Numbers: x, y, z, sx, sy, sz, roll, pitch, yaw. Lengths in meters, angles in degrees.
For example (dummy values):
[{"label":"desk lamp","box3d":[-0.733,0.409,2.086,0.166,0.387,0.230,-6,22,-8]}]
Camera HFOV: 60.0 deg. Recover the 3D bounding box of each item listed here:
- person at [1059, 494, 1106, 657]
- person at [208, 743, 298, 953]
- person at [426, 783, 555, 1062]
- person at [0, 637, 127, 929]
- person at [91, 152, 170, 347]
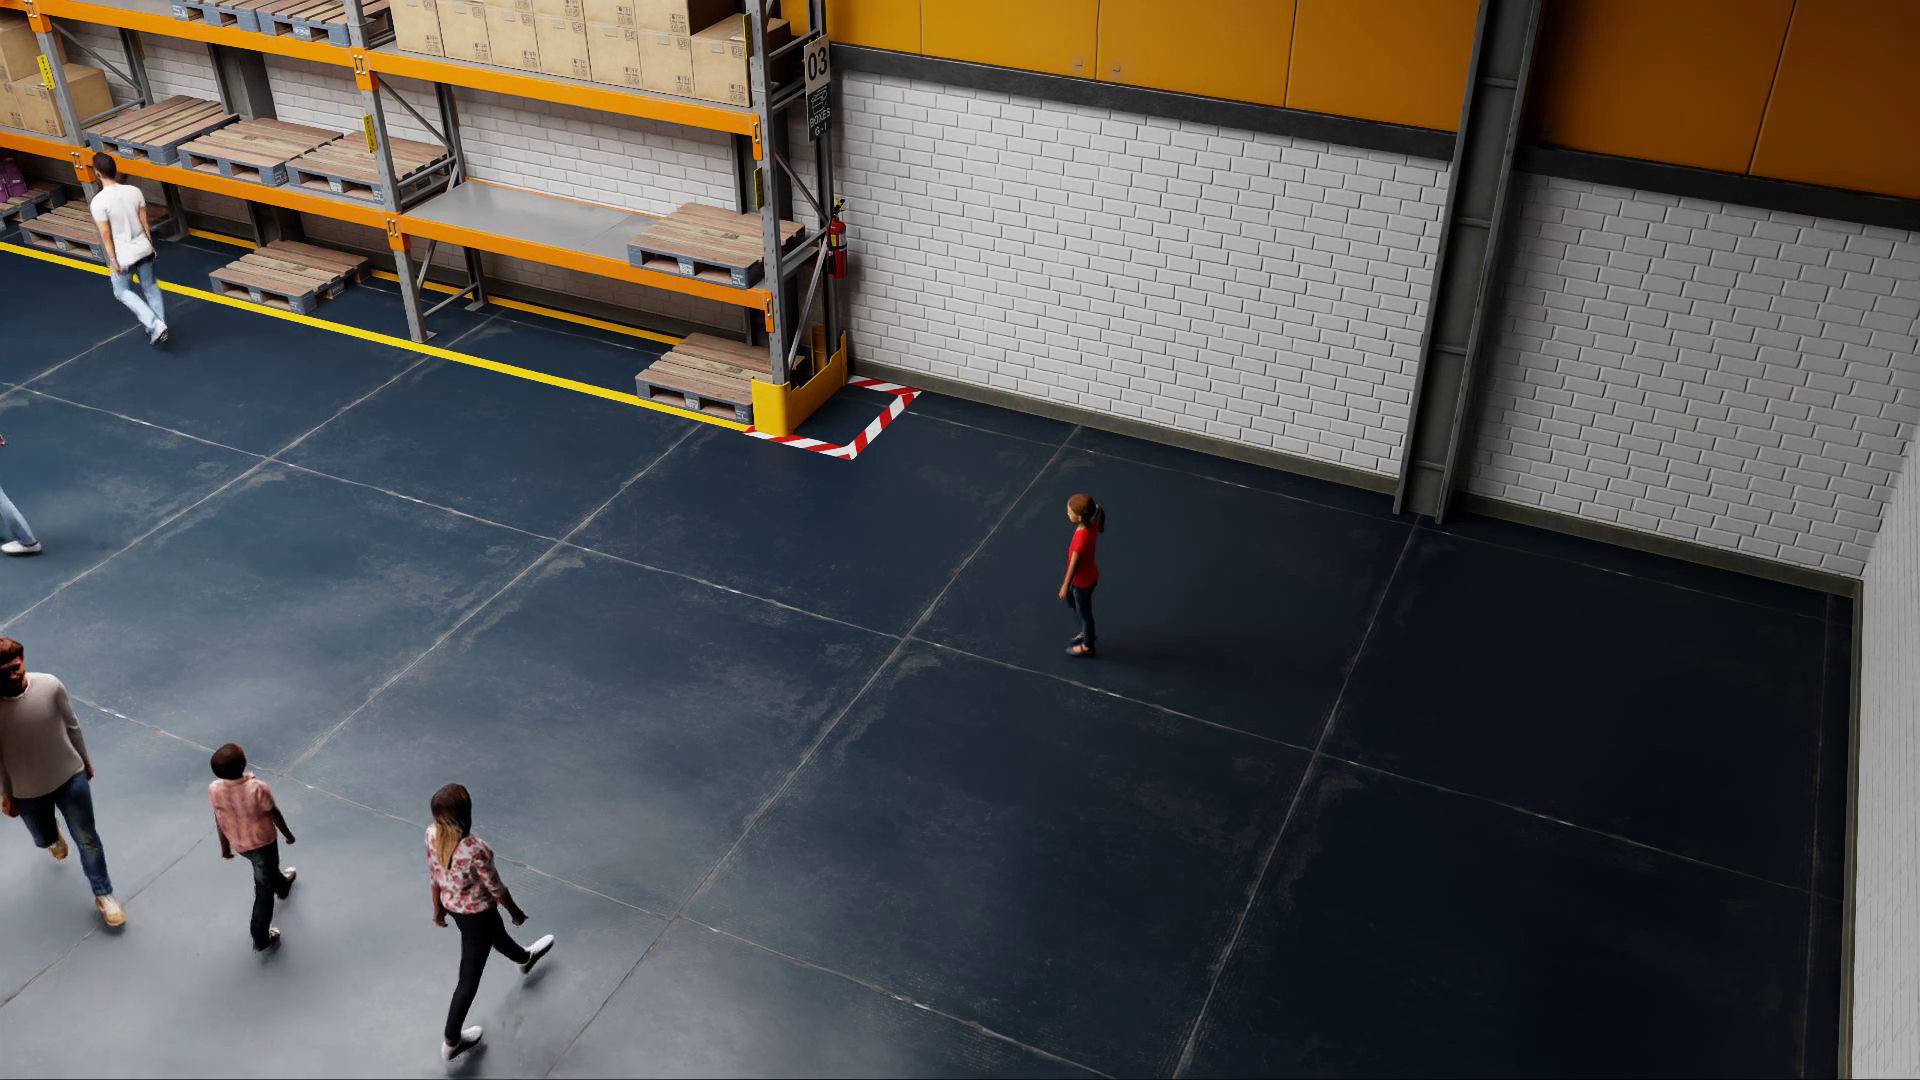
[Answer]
[{"label":"person","box3d":[0.917,0.266,11.430,0.560,1.300,0.529,5,34,8]},{"label":"person","box3d":[-3.968,1.711,9.268,0.913,1.286,0.788,3,34,4]},{"label":"person","box3d":[-2.580,1.983,8.591,1.114,1.582,0.752,20,38,27]},{"label":"person","box3d":[-5.164,1.304,9.341,1.001,1.883,1.218,-24,41,-32]},{"label":"person","box3d":[-7.577,-2.635,15.298,0.854,1.849,0.740,20,39,28]}]
